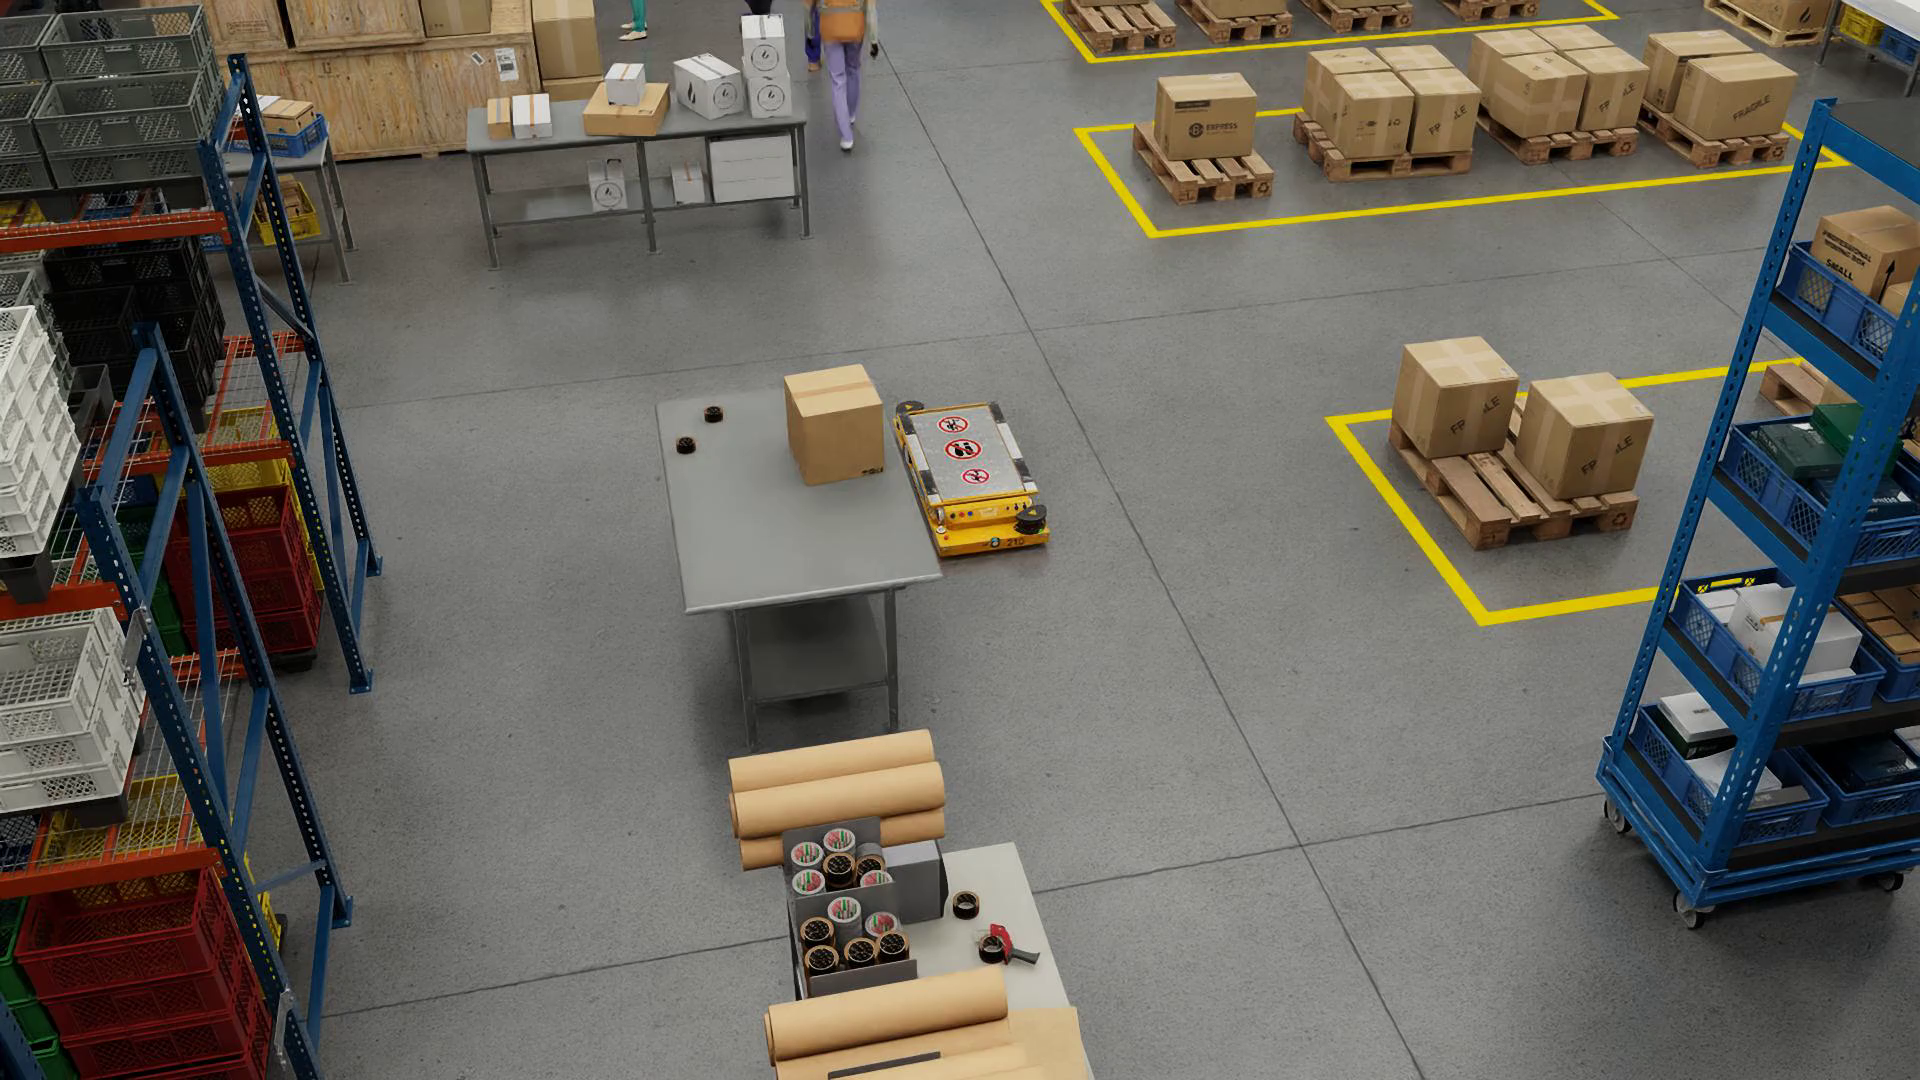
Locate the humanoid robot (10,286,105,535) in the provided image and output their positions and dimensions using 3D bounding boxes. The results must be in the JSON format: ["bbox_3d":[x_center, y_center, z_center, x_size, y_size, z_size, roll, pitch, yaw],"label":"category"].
[{"bbox_3d":[-5.089,-0.721,9.341,0.338,1.651,0.578,-20,41,-24],"label":"humanoid robot"}]

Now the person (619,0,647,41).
[{"bbox_3d":[-3.232,-5.710,15.972,0.308,1.768,0.521,-3,37,-3],"label":"person"}]

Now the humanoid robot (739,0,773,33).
[{"bbox_3d":[-1.681,-4.241,14.077,0.365,1.652,0.599,-13,39,-17],"label":"humanoid robot"}]

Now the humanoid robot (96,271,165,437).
[{"bbox_3d":[-4.630,-0.756,9.389,0.564,1.651,0.352,-15,39,-19],"label":"humanoid robot"}]

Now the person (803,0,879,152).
[{"bbox_3d":[-1.001,-4.283,13.965,0.592,1.867,0.969,-7,37,-9],"label":"person"}]

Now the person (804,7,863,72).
[{"bbox_3d":[-1.210,-5.292,15.184,0.682,2.000,0.539,8,37,10],"label":"person"}]

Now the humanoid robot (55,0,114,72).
[{"bbox_3d":[-7.245,-4.062,13.832,0.326,1.650,0.573,4,37,5],"label":"humanoid robot"}]

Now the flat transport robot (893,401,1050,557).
[{"bbox_3d":[0.046,-0.430,10.108,0.652,0.197,1.431,-8,37,-10],"label":"flat transport robot"}]
